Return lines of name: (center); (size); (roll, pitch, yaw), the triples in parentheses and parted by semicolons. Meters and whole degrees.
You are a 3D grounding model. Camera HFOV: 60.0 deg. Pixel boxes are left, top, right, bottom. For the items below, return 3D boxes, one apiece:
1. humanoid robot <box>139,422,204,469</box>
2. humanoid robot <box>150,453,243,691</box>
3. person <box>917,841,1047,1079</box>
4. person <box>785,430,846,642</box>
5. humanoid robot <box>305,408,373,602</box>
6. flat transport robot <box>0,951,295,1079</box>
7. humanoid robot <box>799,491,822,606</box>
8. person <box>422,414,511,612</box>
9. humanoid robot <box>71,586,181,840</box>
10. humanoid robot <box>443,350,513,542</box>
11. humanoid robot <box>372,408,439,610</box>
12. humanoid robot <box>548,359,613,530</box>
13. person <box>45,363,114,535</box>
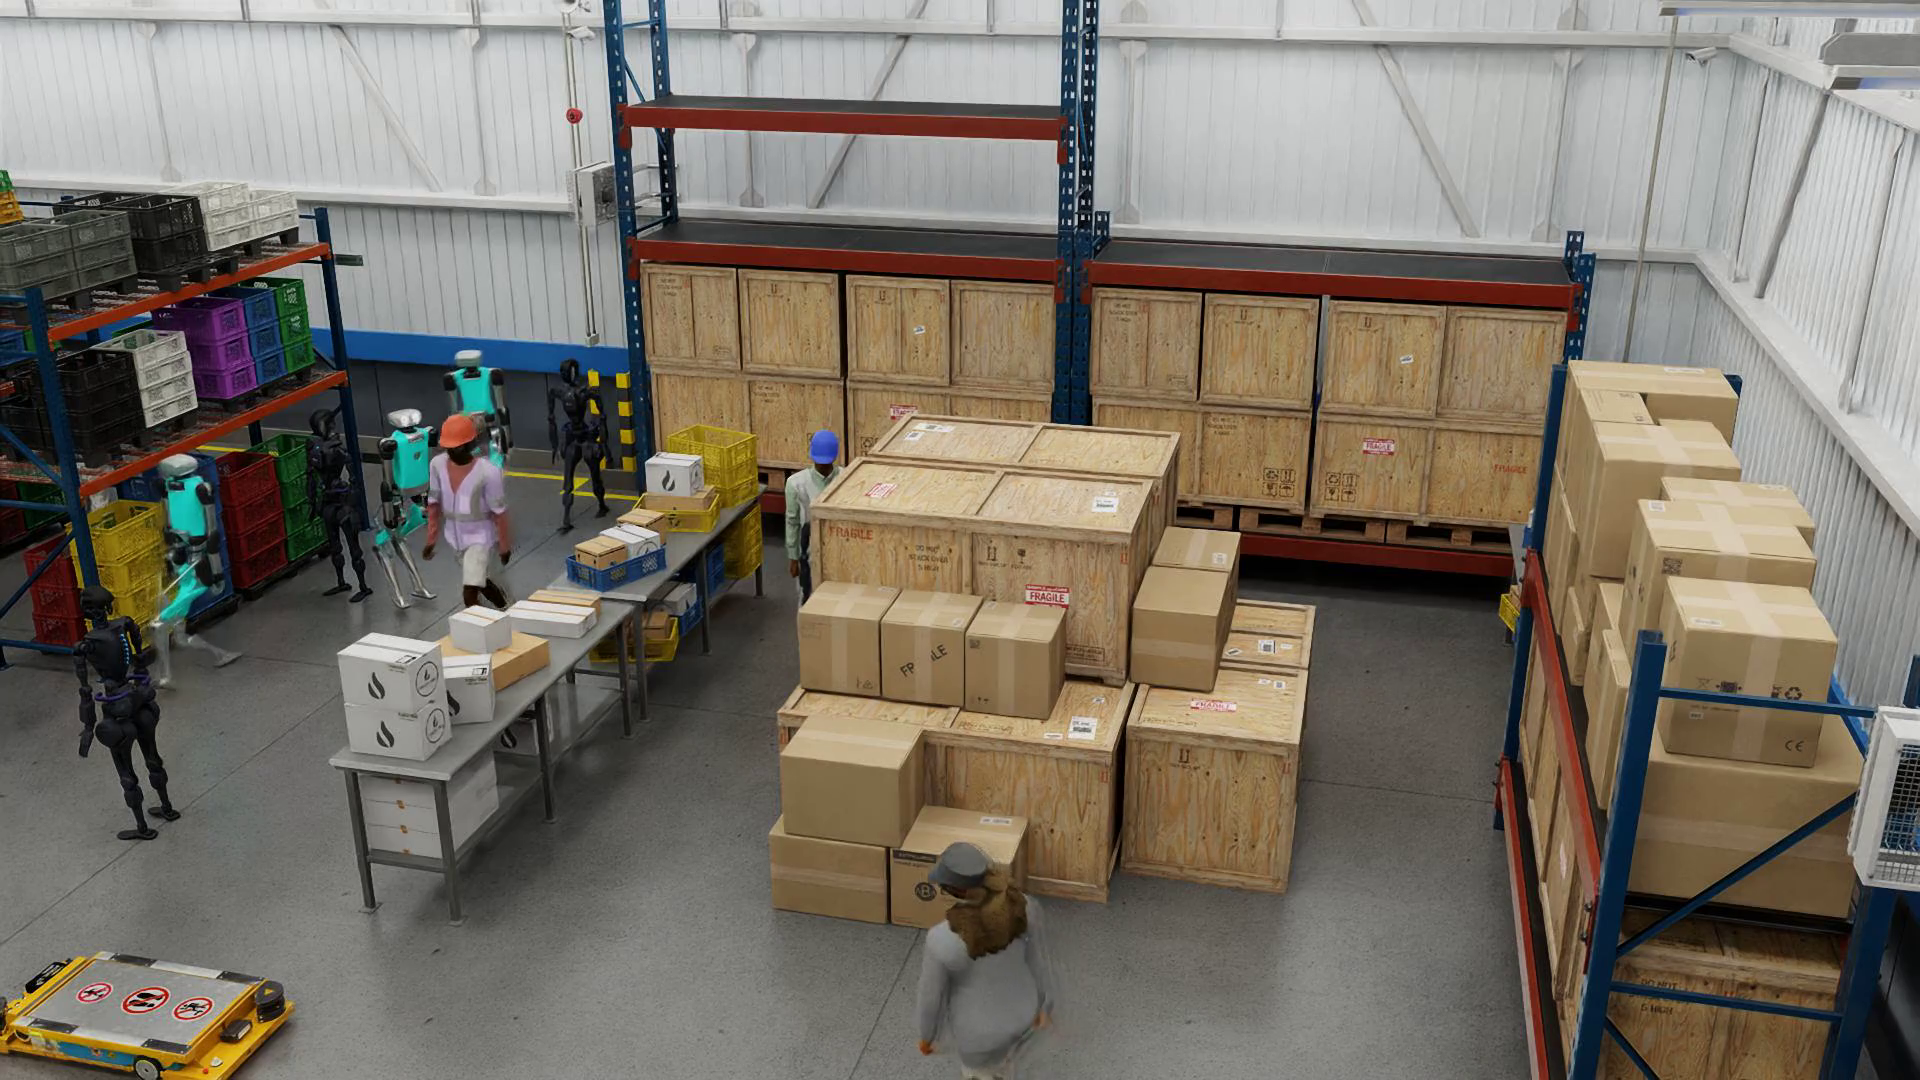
humanoid robot: (-7.114, -0.835, 15.114); (0.530, 1.748, 0.718); (8, 22, 20)
humanoid robot: (-5.835, 0.304, 12.263); (0.537, 1.776, 1.024); (9, 23, 23)
person: (0.066, 2.121, 7.440); (0.589, 1.719, 0.741); (-16, 26, -37)
person: (-1.002, 0.094, 12.464); (0.603, 1.938, 0.408); (-7, 22, -19)
humanoid robot: (-5.181, -0.295, 13.824); (0.599, 1.657, 0.315); (12, 24, 28)
flat transport robot: (-4.270, 2.464, 8.601); (1.431, 0.231, 0.659); (5, 22, 13)
humanoid robot: (-0.886, 0.393, 12.059); (0.616, 1.642, 0.441); (9, 23, 22)
person: (-3.723, -0.035, 12.731); (0.621, 1.997, 1.042); (9, 23, 22)
humanoid robot: (-5.189, 1.059, 10.281); (0.315, 1.657, 0.599); (6, 22, 14)
humanoid robot: (-4.337, -0.772, 15.042); (0.552, 1.806, 0.793); (-4, 21, -10)
humanoid robot: (-4.606, -0.287, 13.625); (0.738, 1.698, 0.532); (15, 25, 33)
humanoid robot: (-3.542, -0.907, 15.514); (0.608, 1.618, 0.774); (3, 21, 7)
person: (-7.596, -0.644, 14.469); (0.573, 1.884, 0.355); (7, 22, 18)
